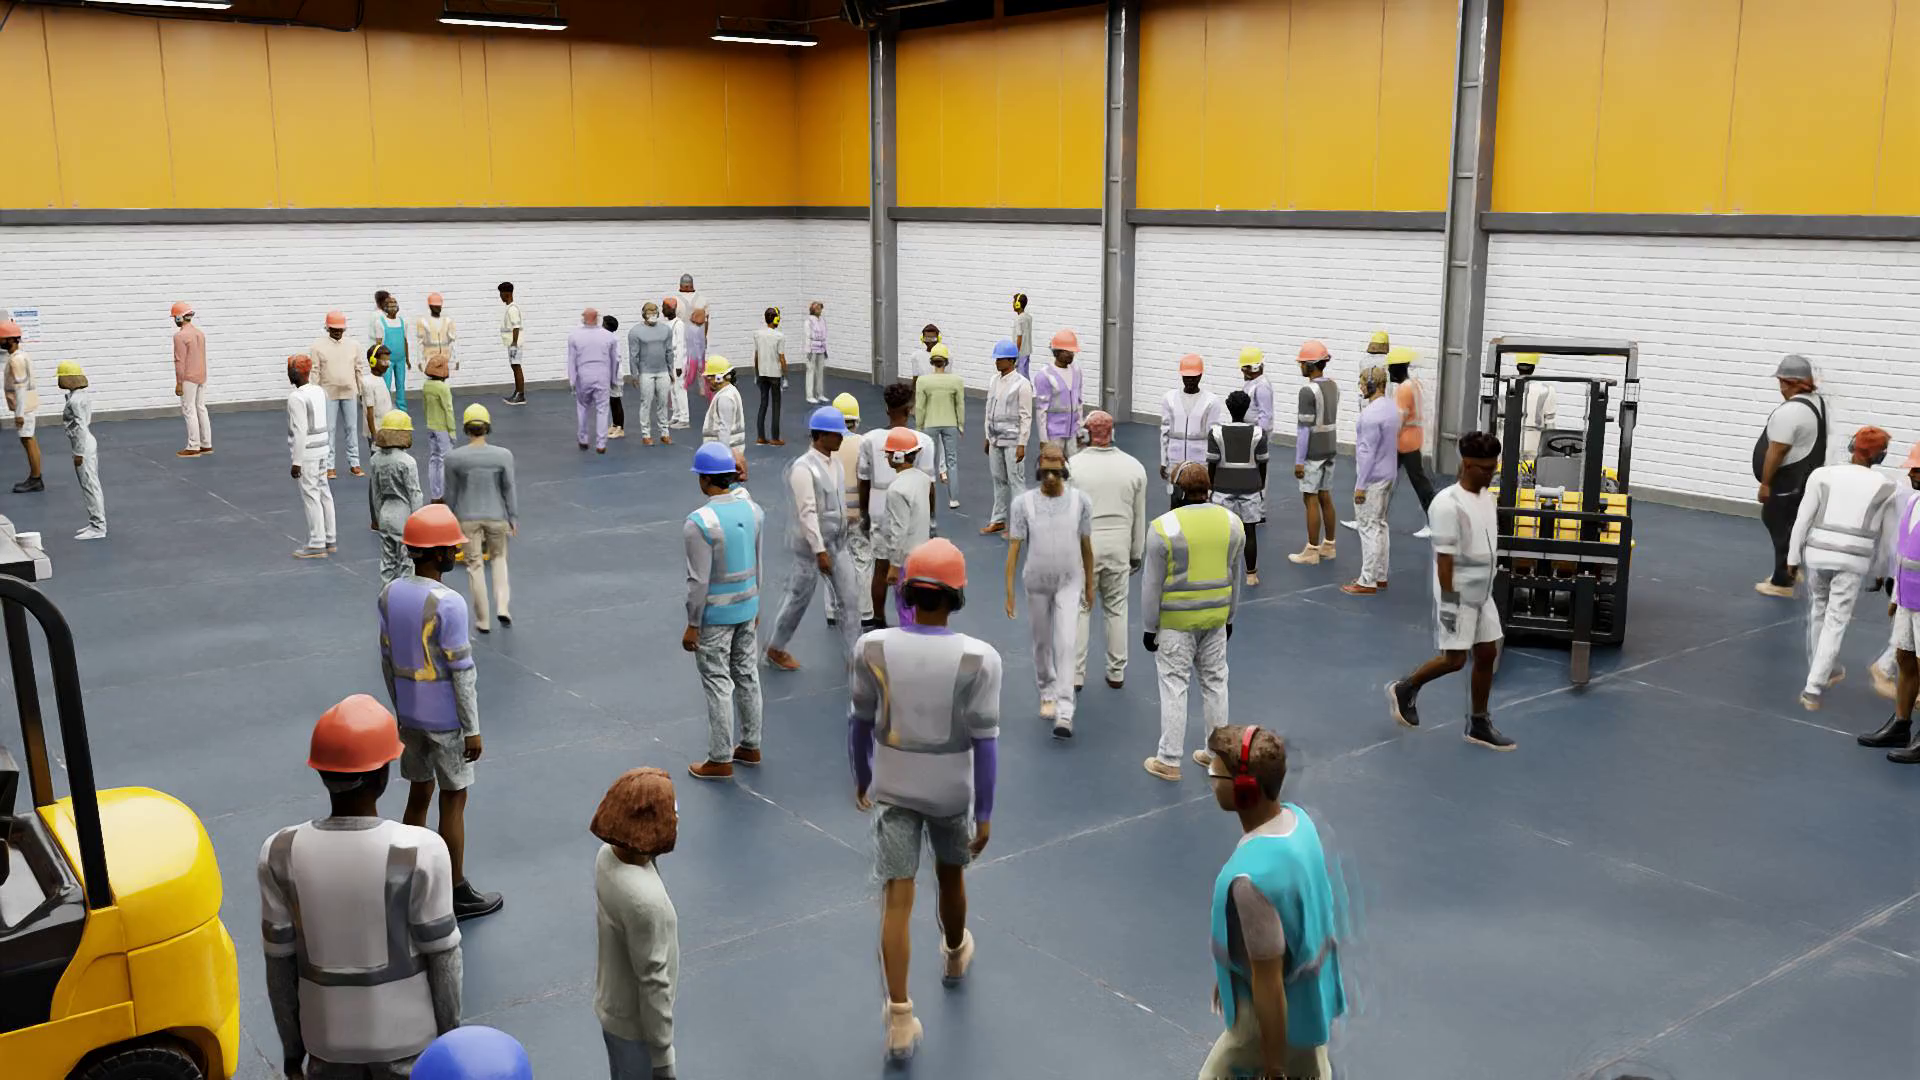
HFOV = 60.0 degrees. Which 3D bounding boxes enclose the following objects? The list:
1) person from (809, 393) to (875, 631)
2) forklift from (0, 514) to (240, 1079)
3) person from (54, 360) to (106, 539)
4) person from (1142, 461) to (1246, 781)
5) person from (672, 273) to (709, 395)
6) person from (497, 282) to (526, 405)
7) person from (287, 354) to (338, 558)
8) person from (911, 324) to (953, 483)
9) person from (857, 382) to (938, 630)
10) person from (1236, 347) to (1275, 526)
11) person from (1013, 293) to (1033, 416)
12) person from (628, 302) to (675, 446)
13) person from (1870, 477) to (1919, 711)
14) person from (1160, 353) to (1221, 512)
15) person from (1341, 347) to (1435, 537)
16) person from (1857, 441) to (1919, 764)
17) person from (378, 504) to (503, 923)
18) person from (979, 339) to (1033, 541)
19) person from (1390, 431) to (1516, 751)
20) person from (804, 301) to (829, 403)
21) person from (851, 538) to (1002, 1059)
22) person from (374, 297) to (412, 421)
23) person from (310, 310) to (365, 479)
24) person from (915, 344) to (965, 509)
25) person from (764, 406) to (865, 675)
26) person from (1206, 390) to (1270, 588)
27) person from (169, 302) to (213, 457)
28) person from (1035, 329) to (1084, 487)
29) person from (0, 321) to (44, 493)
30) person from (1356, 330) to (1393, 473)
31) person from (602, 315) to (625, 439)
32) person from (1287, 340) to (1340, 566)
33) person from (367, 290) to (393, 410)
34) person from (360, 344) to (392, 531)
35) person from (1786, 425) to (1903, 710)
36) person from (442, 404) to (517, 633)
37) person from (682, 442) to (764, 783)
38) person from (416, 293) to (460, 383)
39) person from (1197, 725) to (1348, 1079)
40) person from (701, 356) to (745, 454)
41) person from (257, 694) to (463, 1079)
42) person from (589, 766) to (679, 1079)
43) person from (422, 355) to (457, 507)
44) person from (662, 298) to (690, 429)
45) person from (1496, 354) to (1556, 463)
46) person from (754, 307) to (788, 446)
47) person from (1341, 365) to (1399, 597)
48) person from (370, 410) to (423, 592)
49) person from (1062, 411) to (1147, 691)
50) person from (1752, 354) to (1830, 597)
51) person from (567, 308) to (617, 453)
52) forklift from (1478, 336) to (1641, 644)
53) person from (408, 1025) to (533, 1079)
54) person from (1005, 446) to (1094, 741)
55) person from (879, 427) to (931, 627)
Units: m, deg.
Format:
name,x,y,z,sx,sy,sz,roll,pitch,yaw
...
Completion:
name,x,y,z,sx,sy,sz,roll,pitch,yaw
person,-0.852,-0.210,12.748,0.590,1.837,0.404,2,12,12
forklift,-3.687,1.115,5.480,2.313,2.155,1.214,-9,15,-36
person,-8.579,-0.879,16.205,0.323,1.742,0.492,-5,13,-21
person,1.316,0.460,9.536,0.623,1.835,0.431,-5,13,-23
person,-4.548,-3.430,27.799,0.681,2.000,0.536,-5,13,-21
person,-7.179,-3.152,26.657,0.389,1.957,0.607,-4,12,-17
person,-6.004,-0.774,15.351,0.337,1.882,0.584,1,12,4
person,-0.316,-1.580,19.318,0.510,1.861,0.324,0,12,-1
person,-0.463,-0.197,12.392,0.623,1.954,0.393,5,13,23
person,2.960,-1.044,16.813,0.403,1.819,0.593,0,12,-1
person,0.914,-2.770,25.025,0.331,1.874,0.519,6,13,25
person,-4.112,-2.219,22.234,0.637,1.930,0.374,-8,14,-35
person,6.293,0.217,10.714,0.640,1.820,0.434,-3,12,-15
person,2.070,-0.729,15.048,0.540,1.930,0.384,4,12,18
person,4.304,-0.945,16.228,1.007,1.865,0.579,2,12,9
person,5.642,0.353,9.780,0.376,1.939,0.547,0,12,0
person,-2.394,0.792,7.664,0.552,1.935,0.374,8,14,33
person,0.453,-0.976,16.175,0.384,1.949,0.604,-10,15,-39
person,3.025,0.294,10.042,0.628,1.940,0.690,-10,15,-39
person,-2.332,-3.040,26.904,0.313,1.637,0.520,8,14,33
person,-0.142,0.977,6.654,0.632,1.987,1.050,2,12,8
person,-8.344,-2.653,24.522,0.506,1.846,0.350,-11,16,-43
person,-7.343,-1.724,19.682,0.609,1.991,0.388,-8,14,-33
person,-0.216,-1.203,17.714,0.534,1.766,0.310,-2,12,-8
person,-0.971,0.023,11.508,0.955,1.905,0.607,7,14,30
person,2.350,-0.426,14.132,0.532,1.696,0.319,2,12,8
person,-9.877,-2.057,21.326,0.406,1.981,0.625,1,12,4
person,1.009,-1.061,16.392,0.611,2.032,0.411,-11,16,-42
person,-10.587,-1.496,18.715,0.378,1.936,0.548,-5,13,-24
person,4.971,-1.630,19.861,0.321,1.737,0.487,-8,14,-35
person,-4.793,-2.243,22.895,0.318,1.699,0.535,-5,13,-24
person,3.191,-0.788,15.077,0.426,2.033,0.608,10,15,40
person,-8.783,-2.836,25.256,0.416,1.914,0.604,-5,13,-23
person,-5.765,-1.017,16.579,0.328,1.865,0.520,-1,12,-5
person,5.819,0.156,10.956,0.606,1.840,0.866,9,15,38
person,-3.676,-0.169,12.745,0.533,1.749,0.448,-5,13,-22
person,-1.360,0.407,9.496,0.396,1.946,0.617,7,14,31
person,-7.593,-2.647,24.338,0.570,1.905,0.875,-8,14,-35
person,0.869,1.419,4.984,1.025,1.784,0.577,6,13,28
person,-2.253,-0.851,15.889,0.403,1.818,0.606,-1,12,-5
person,-1.682,1.390,4.773,0.546,1.939,0.375,0,12,2
person,-0.977,1.480,5.101,0.272,1.627,0.502,-5,13,-25
person,-5.561,-1.163,17.842,0.497,1.633,0.283,11,16,41
person,-4.103,-2.543,23.926,0.344,1.876,0.577,-6,13,-28
person,5.287,-0.866,15.692,0.594,1.924,0.381,4,12,19
person,-2.521,-2.176,22.212,0.527,1.856,0.340,6,13,28
person,3.461,-0.493,13.899,0.367,1.929,0.637,7,13,29
person,-4.189,-0.109,12.496,0.485,1.740,0.303,7,14,30
person,0.928,0.075,11.269,0.649,1.889,0.407,-3,12,-14
person,6.867,-0.539,13.839,0.710,2.000,0.536,-10,16,-41
person,-4.816,-2.098,21.791,0.643,1.862,0.917,-3,12,-14
forklift,4.683,-0.471,13.136,1.214,2.155,2.313,4,12,20
person,-0.783,1.774,2.900,0.613,1.943,0.400,-10,16,-41
person,0.552,0.320,10.271,0.541,1.793,0.959,1,12,4
person,-0.389,0.090,11.495,0.337,1.752,0.564,4,12,18
